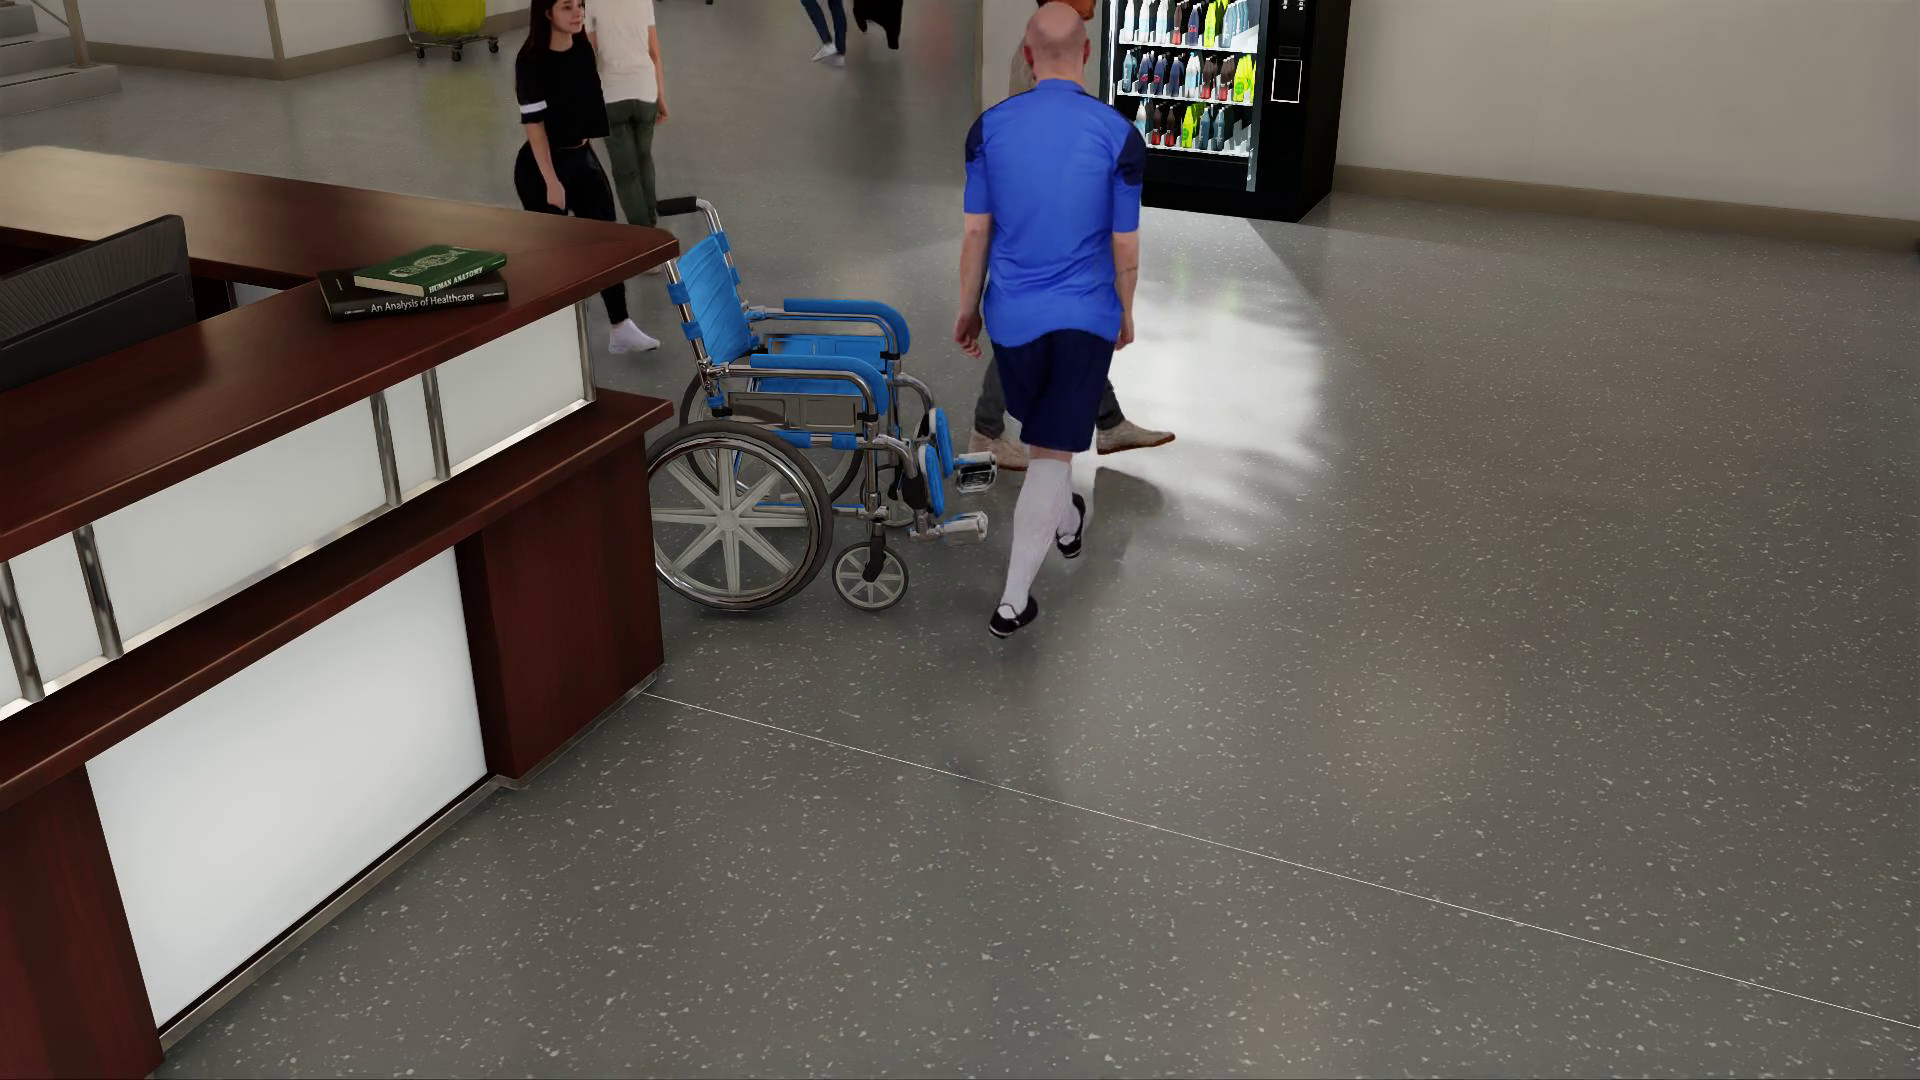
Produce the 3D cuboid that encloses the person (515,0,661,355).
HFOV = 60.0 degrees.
[{"bbox_3d":[-1.747,-1.571,7.091,0.940,1.605,0.662,14,29,26],"label":"person"}]

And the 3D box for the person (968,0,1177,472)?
[{"bbox_3d":[0.236,-1.103,5.821,1.099,1.866,0.885,2,26,4],"label":"person"}]

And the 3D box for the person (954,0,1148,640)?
[{"bbox_3d":[0.238,-0.561,4.791,1.101,1.783,0.759,9,27,19],"label":"person"}]

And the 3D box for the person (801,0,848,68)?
[{"bbox_3d":[-0.989,-4.699,13.453,0.677,1.714,0.698,18,31,33],"label":"person"}]

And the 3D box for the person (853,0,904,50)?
[{"bbox_3d":[-0.744,-5.147,14.376,1.132,1.719,1.162,-7,27,-13],"label":"person"}]

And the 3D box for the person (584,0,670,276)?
[{"bbox_3d":[-1.611,-2.118,8.184,0.731,1.642,0.792,-16,30,-30],"label":"person"}]
